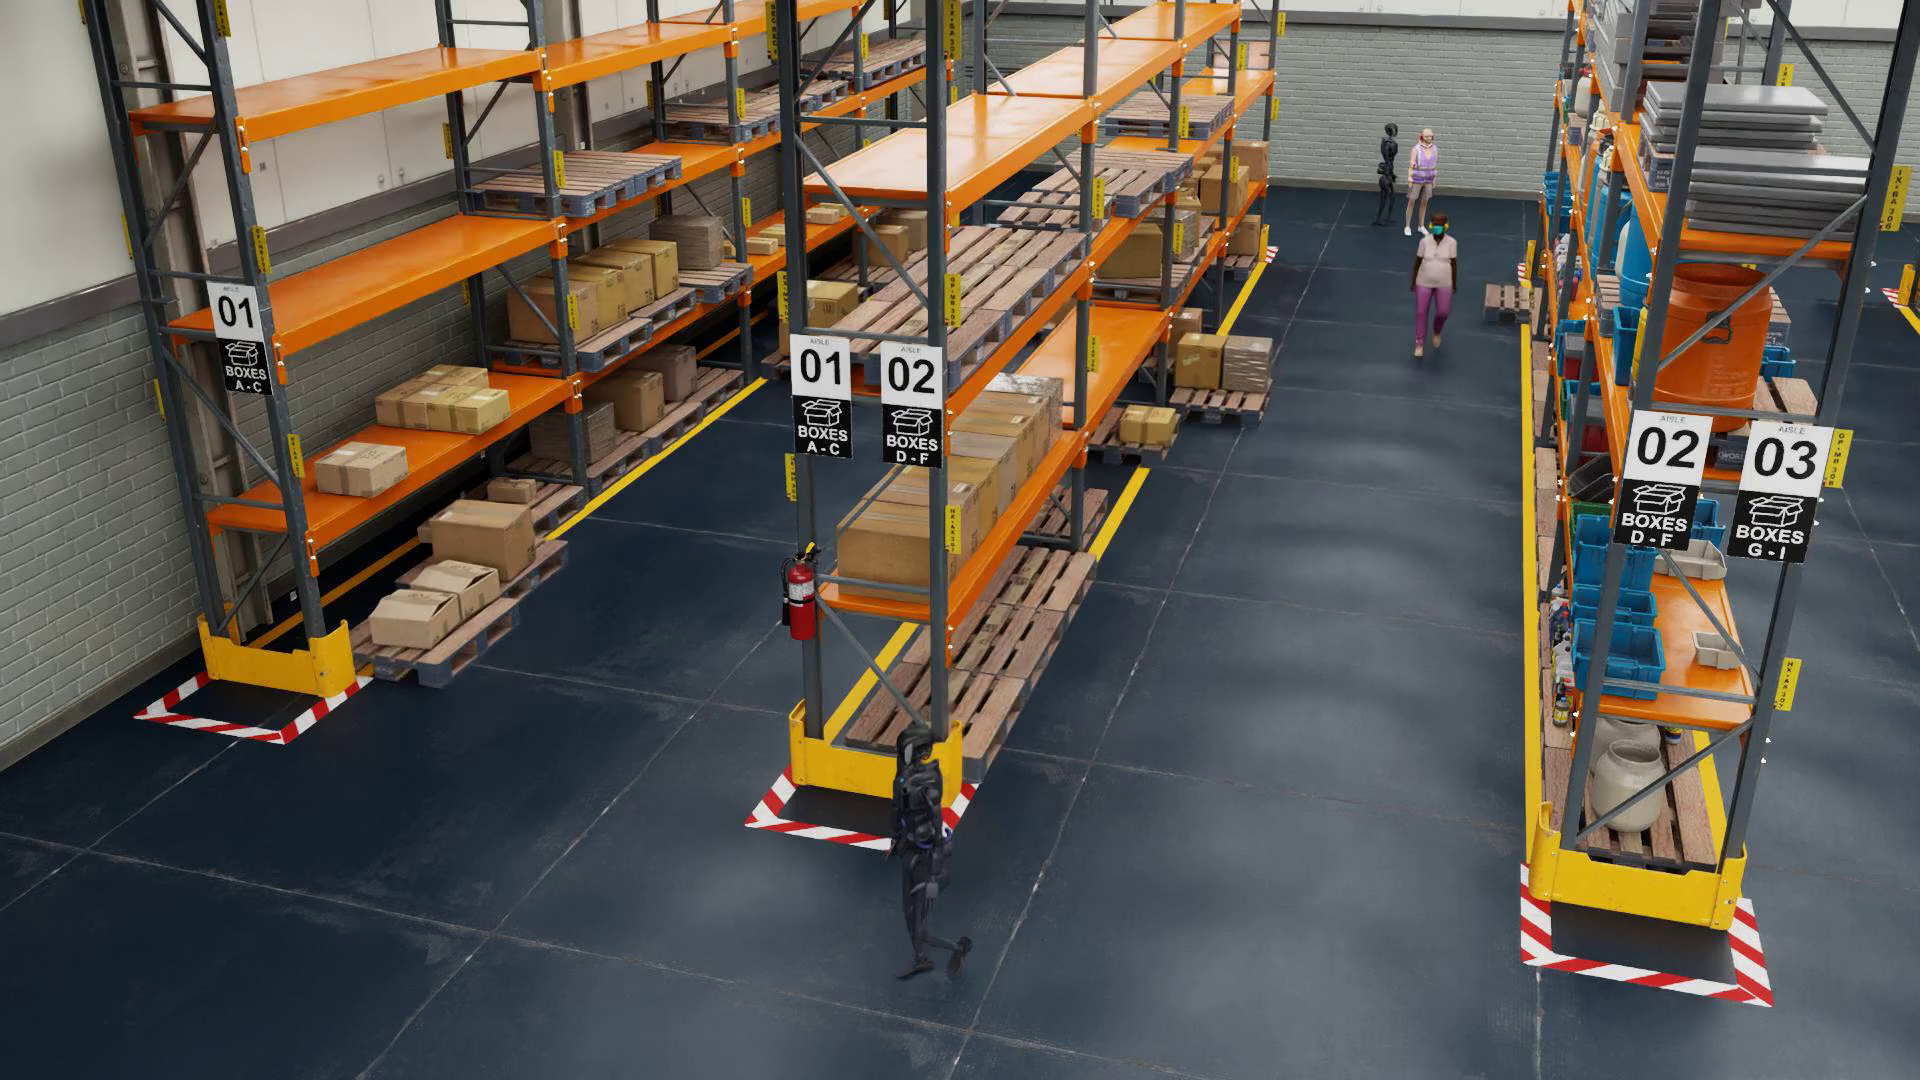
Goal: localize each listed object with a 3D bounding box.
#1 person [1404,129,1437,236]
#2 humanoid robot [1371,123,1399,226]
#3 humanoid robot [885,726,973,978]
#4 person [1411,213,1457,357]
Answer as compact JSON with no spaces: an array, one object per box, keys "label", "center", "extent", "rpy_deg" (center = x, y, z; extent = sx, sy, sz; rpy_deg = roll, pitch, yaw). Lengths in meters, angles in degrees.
[{"label":"person","center":[7.402,-5.745,26.694],"extent":[0.478,1.694,0.351],"rpy_deg":[-5,24,-11]},{"label":"humanoid robot","center":[7.027,-5.991,27.277],"extent":[0.370,1.645,0.587],"rpy_deg":[8,25,19]},{"label":"humanoid robot","center":[-0.178,1.745,9.345],"extent":[0.437,1.642,0.593],"rpy_deg":[-11,26,-24]},{"label":"person","center":[5.866,-3.158,20.577],"extent":[0.554,1.788,0.443],"rpy_deg":[7,24,15]}]
